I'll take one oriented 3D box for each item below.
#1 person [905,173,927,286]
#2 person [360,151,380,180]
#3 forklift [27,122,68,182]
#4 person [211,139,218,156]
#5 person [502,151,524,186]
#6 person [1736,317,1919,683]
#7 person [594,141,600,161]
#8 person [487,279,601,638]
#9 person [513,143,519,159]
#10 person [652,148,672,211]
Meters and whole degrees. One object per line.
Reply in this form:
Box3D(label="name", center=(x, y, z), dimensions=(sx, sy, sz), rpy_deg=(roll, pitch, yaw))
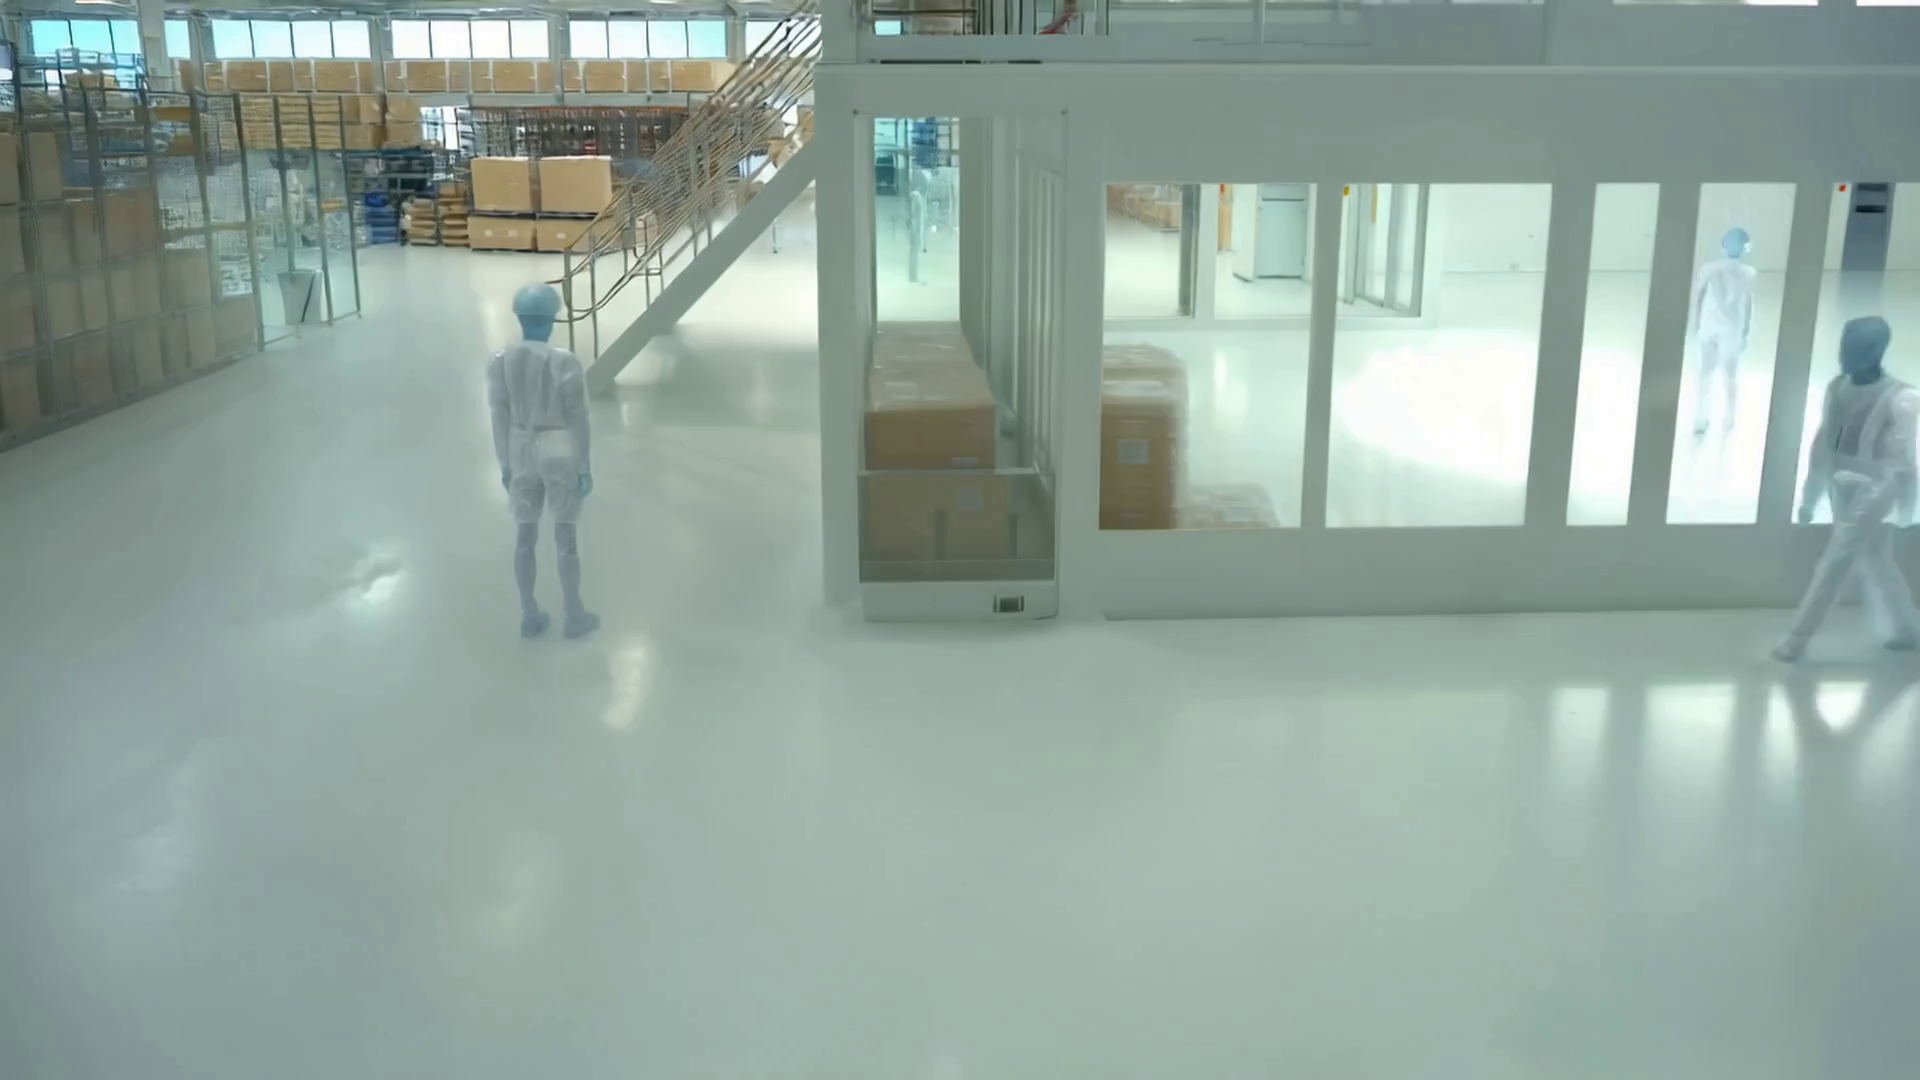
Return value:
Box3D(label="person", center=(-0.752, -5.332, 28.596), dimensions=(0.396, 1.919, 0.590), rpy_deg=(0, 14, 1))
Box3D(label="person", center=(-21.075, -12.942, 59.284), dimensions=(0.892, 1.794, 0.588), rpy_deg=(10, 17, 34))
Box3D(label="forklift", center=(-35.376, -14.773, 64.377), dimensions=(1.129, 2.768, 1.873), rpy_deg=(-1, 14, -2))
Box3D(label="person", center=(-40.324, -20.713, 90.018), dimensions=(0.407, 1.942, 0.615), rpy_deg=(-9, 17, -33))
Box3D(label="person", center=(-14.500, -11.639, 53.862), dimensions=(0.759, 1.883, 0.456), rpy_deg=(-11, 18, -38))
Box3D(label="person", center=(4.430, -0.194, 8.256), dimensions=(1.028, 1.826, 0.583), rpy_deg=(-2, 14, -7))
Box3D(label="person", center=(-18.057, -19.078, 83.379), dimensions=(0.381, 1.994, 0.620), rpy_deg=(10, 17, 34))
Box3D(label="person", center=(-2.232, -0.425, 8.945), dimensions=(0.545, 1.938, 0.362), rpy_deg=(2, 14, 8))
Box3D(label="person", center=(-22.627, -19.292, 84.656), dimensions=(0.523, 1.797, 0.618), rpy_deg=(0, 14, 0))
Box3D(label="person", center=(-9.362, -11.328, 52.367), dimensions=(0.815, 2.024, 0.630), rpy_deg=(0, 14, 1))
